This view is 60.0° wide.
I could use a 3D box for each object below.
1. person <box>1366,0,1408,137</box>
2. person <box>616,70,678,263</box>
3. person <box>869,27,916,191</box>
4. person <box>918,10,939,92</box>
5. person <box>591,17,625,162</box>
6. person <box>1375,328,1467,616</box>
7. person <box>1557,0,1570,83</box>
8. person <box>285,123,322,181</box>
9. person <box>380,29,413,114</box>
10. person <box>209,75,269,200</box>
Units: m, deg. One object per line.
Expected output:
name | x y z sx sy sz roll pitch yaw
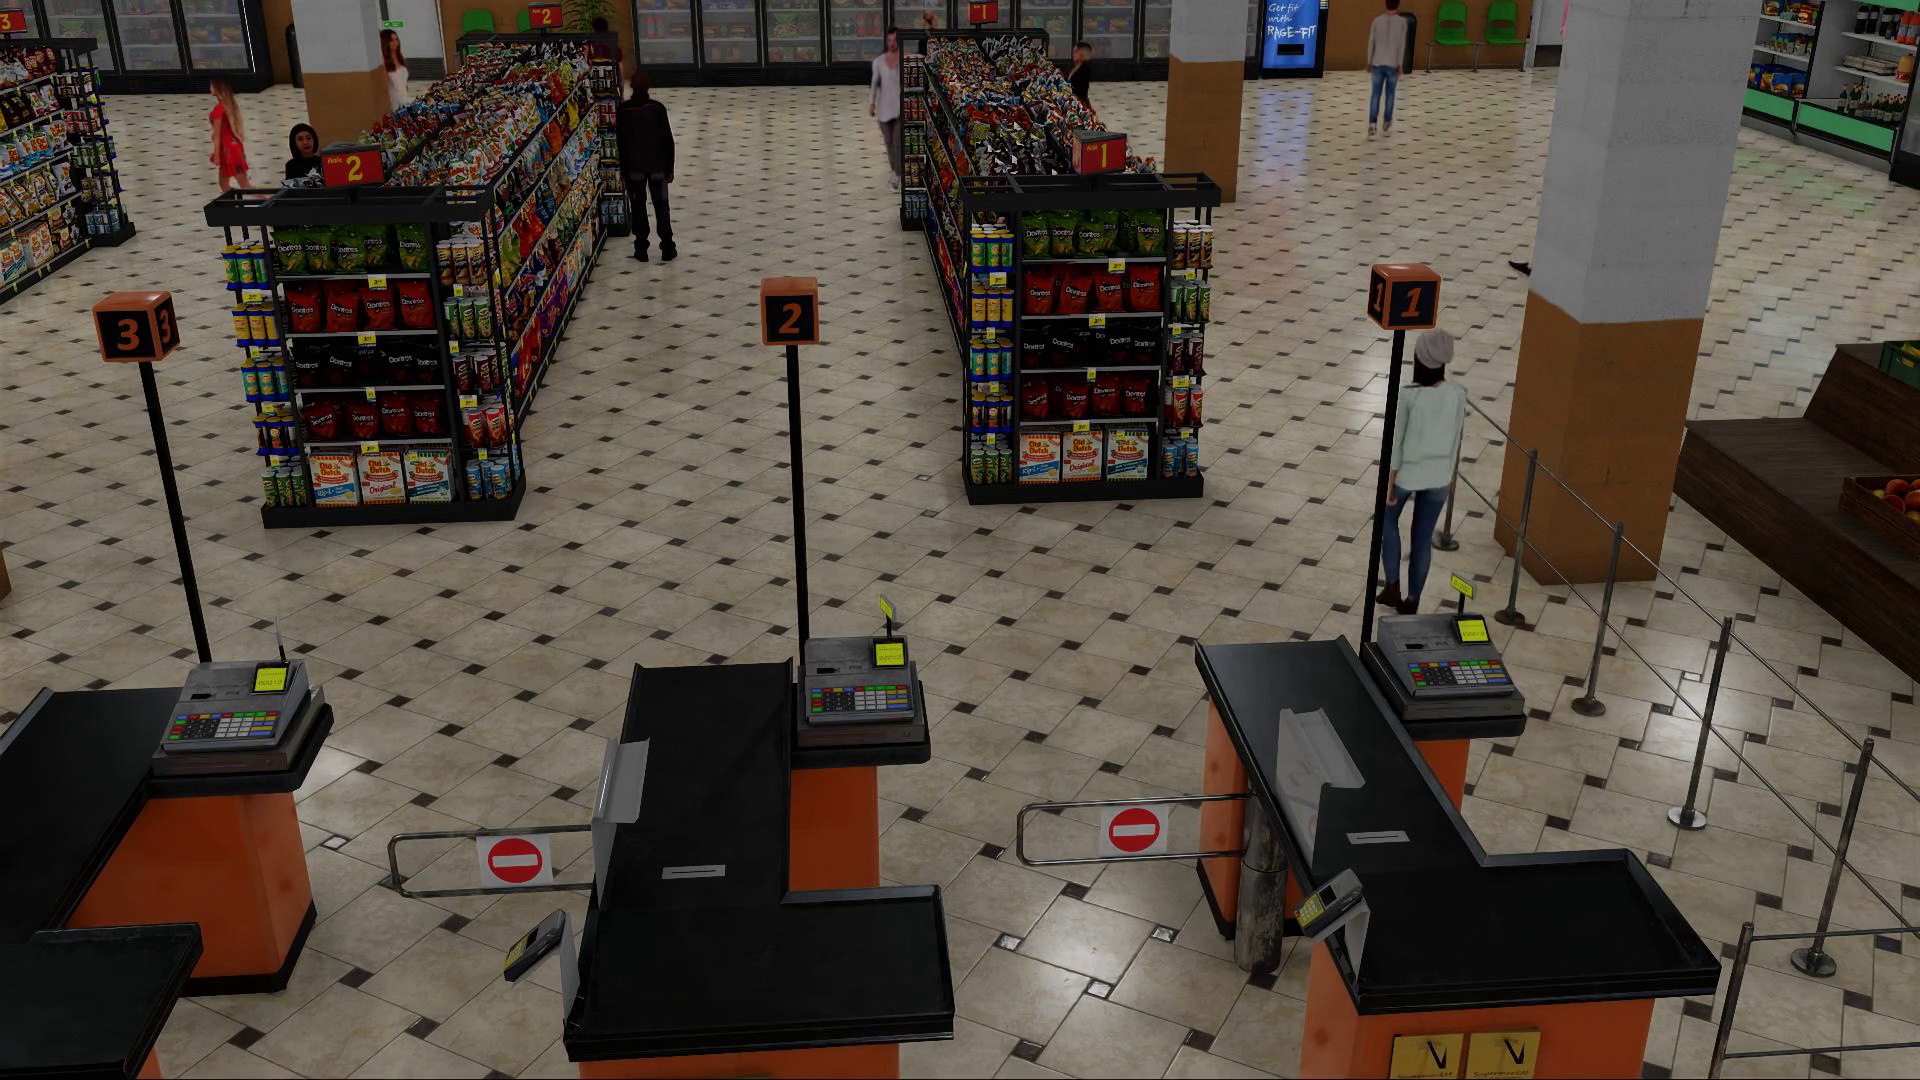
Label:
person | 5.695 -6.327 22.298 0.982 1.850 1.320 7 25 16
person | -3.055 -3.634 16.175 0.705 1.825 0.590 -3 24 -7
person | -0.772 -5.018 19.375 0.879 1.795 1.171 5 24 11
person | -0.378 -6.161 22.100 0.751 1.704 0.629 10 26 22
person | -4.245 -5.318 20.007 0.800 1.839 0.821 -16 28 -32
person | 2.465 -0.301 8.795 0.569 1.635 0.583 -2 24 -4
person | 9.929 -8.293 26.850 0.635 1.803 0.540 0 24 1
person | -5.465 -2.675 14.139 0.660 1.701 0.686 -17 29 -33
person | -6.669 -5.042 19.501 1.083 1.738 1.122 13 27 27
person | -7.542 -4.026 17.405 0.729 1.556 1.021 1 24 2
